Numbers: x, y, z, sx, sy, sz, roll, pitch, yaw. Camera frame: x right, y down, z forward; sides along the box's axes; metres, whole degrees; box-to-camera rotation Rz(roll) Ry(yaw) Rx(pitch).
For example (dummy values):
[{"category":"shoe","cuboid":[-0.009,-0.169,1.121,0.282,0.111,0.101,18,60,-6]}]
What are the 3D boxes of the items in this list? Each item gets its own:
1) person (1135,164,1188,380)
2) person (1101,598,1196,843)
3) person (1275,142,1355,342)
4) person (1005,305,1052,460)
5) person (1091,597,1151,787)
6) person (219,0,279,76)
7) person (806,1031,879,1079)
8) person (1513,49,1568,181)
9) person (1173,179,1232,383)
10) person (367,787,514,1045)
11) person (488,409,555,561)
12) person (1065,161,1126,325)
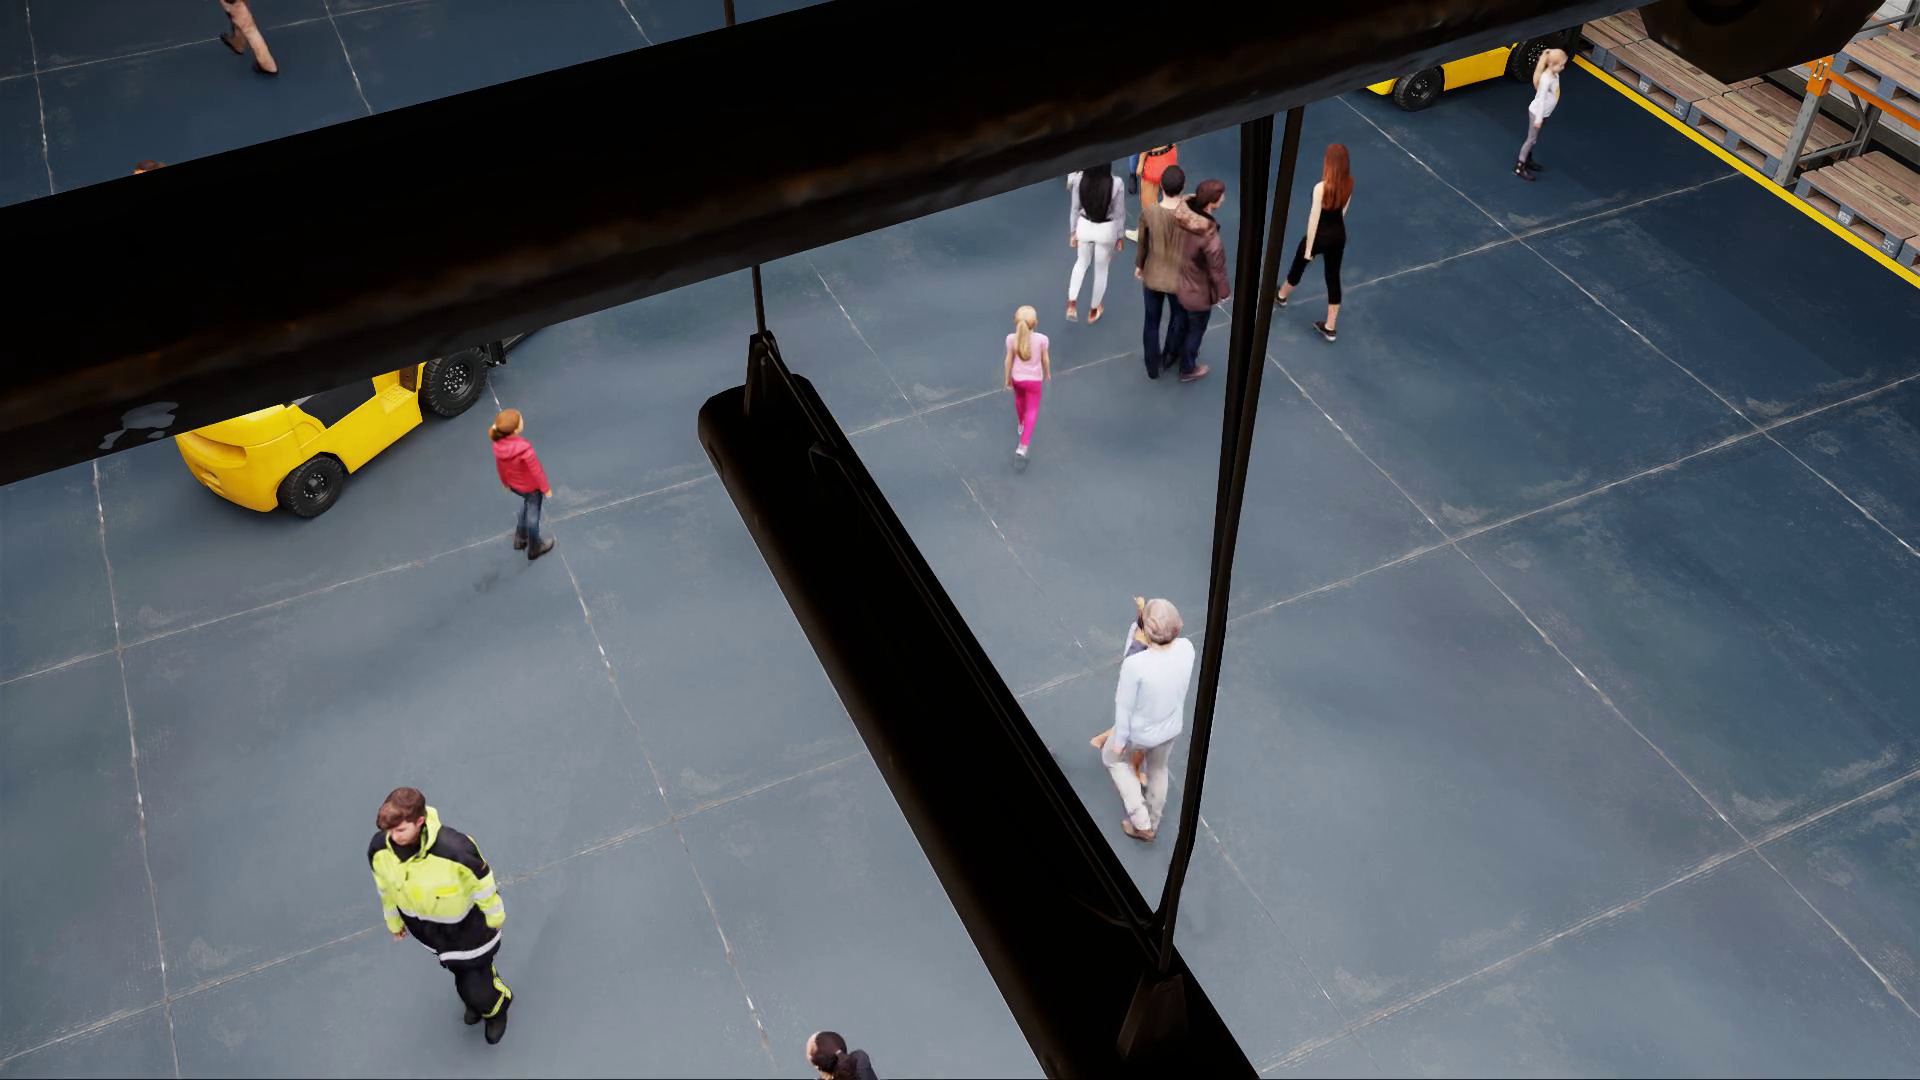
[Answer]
[{"category":"person","cuboid":[1.610,-2.016,12.964,0.768,1.876,0.795,5,44,5]},{"category":"person","cuboid":[1.151,1.151,9.644,0.679,1.870,0.690,-20,47,-19]},{"category":"person","cuboid":[3.006,-2.376,13.474,0.571,1.694,1.039,-18,46,-18]},{"category":"person","cuboid":[0.502,-1.187,12.545,0.811,1.254,0.905,11,45,11]},{"category":"person","cuboid":[1.013,0.922,10.069,0.804,1.615,0.757,5,44,6]},{"category":"person","cuboid":[-7.250,-5.533,16.712,1.216,1.799,1.099,20,47,19]},{"category":"person","cuboid":[-0.480,2.916,7.938,1.149,1.667,0.931,27,50,25]},{"category":"person","cuboid":[5.383,-3.983,15.463,0.638,1.277,0.588,20,47,20]},{"category":"person","cuboid":[1.790,-1.994,12.974,0.862,1.831,0.675,-16,46,-16]},{"category":"person","cuboid":[-2.667,1.887,8.800,0.935,1.969,0.965,7,44,7]},{"category":"person","cuboid":[-3.092,-0.352,11.628,0.568,1.309,0.656,29,51,27]},{"category":"person","cuboid":[1.083,-2.436,13.525,0.865,1.712,0.913,17,46,17]}]
